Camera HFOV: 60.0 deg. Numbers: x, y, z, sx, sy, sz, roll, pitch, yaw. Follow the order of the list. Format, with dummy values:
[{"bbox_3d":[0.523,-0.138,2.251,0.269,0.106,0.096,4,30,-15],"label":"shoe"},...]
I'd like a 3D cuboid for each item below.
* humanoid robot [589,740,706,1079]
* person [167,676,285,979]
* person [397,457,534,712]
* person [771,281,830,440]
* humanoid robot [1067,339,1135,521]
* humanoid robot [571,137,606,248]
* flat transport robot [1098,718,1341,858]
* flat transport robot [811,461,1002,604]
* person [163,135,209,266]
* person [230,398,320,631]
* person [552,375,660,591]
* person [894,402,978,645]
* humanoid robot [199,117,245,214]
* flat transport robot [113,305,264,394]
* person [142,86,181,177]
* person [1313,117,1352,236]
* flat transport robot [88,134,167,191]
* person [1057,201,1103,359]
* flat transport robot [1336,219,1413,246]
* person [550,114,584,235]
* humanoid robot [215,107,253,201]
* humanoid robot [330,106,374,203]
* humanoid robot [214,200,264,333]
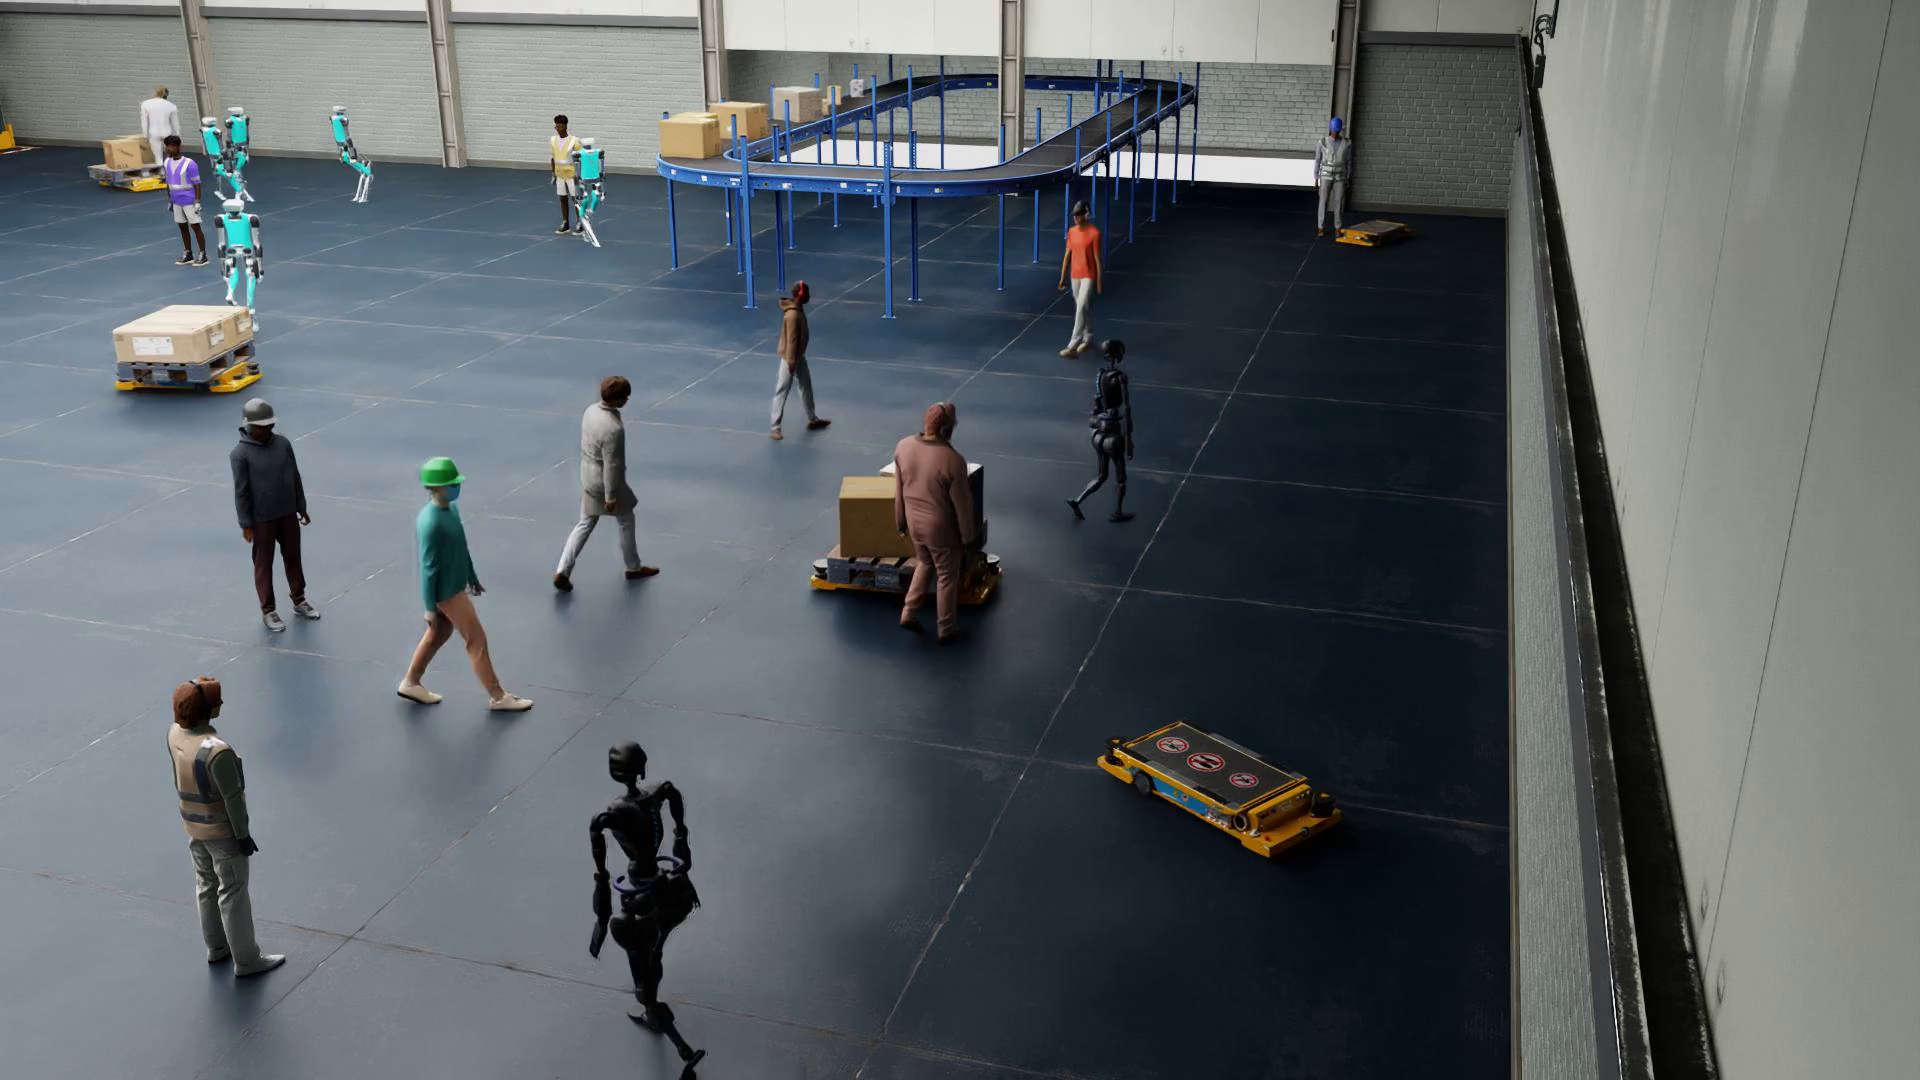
[{"bbox_3d":[-1.416,1.718,7.828,0.699,1.638,0.613,17,27,37],"label":"humanoid robot"},{"bbox_3d":[-3.785,1.461,8.479,0.521,1.638,0.308,15,25,33],"label":"person"},{"bbox_3d":[-3.461,0.303,11.222,0.951,1.830,0.531,0,21,-1],"label":"person"},{"bbox_3d":[-1.694,-1.863,17.134,0.574,1.615,0.568,3,21,7],"label":"person"},{"bbox_3d":[1.266,-0.961,14.712,0.563,1.635,0.595,-10,23,-24],"label":"humanoid robot"},{"bbox_3d":[-6.022,-5.547,26.596,0.542,1.816,0.897,-14,25,-33],"label":"humanoid robot"},{"bbox_3d":[1.584,1.498,10.292,0.659,0.231,1.431,-17,27,-36],"label":"flat transport robot"},{"bbox_3d":[-0.428,0.258,13.509,1.431,0.231,0.659,6,22,14],"label":"flat transport robot"},{"bbox_3d":[-11.721,-5.124,25.113,0.612,1.962,0.361,8,22,19],"label":"person"},{"bbox_3d":[-5.197,-0.208,12.585,0.380,1.805,0.552,16,26,36],"label":"person"},{"bbox_3d":[-2.869,-0.439,13.213,0.897,1.782,0.525,-19,28,-40],"label":"person"},{"bbox_3d":[-0.155,-0.111,12.214,0.666,1.886,0.452,17,27,38],"label":"person"},{"bbox_3d":[-12.718,-6.484,28.986,0.544,1.780,0.789,14,25,33],"label":"humanoid robot"},{"bbox_3d":[-8.826,-1.882,19.060,1.431,0.231,0.659,2,21,5],"label":"flat transport robot"},{"bbox_3d":[-15.358,-7.773,32.087,0.712,1.901,0.361,-9,23,-23],"label":"person"},{"bbox_3d":[6.120,-5.966,27.348,0.621,1.932,0.417,0,21,0],"label":"person"},{"bbox_3d":[-15.974,-6.941,32.181,1.431,0.231,0.659,15,26,33],"label":"flat transport robot"},{"bbox_3d":[1.409,-3.141,20.102,0.506,1.870,0.918,19,28,40],"label":"person"},{"bbox_3d":[6.782,-5.010,27.173,0.659,0.231,1.431,17,27,37],"label":"flat transport robot"},{"bbox_3d":[-6.484,-6.027,27.454,0.608,1.964,0.367,9,23,21],"label":"person"},{"bbox_3d":[-13.479,-7.079,30.569,1.017,1.760,0.553,8,22,20],"label":"humanoid robot"},{"bbox_3d":[-11.060,-7.072,30.425,0.697,1.748,0.531,-20,29,-41],"label":"humanoid robot"},{"bbox_3d":[-9.037,-3.328,20.842,0.536,1.773,1.037,-4,21,-10],"label":"humanoid robot"}]
